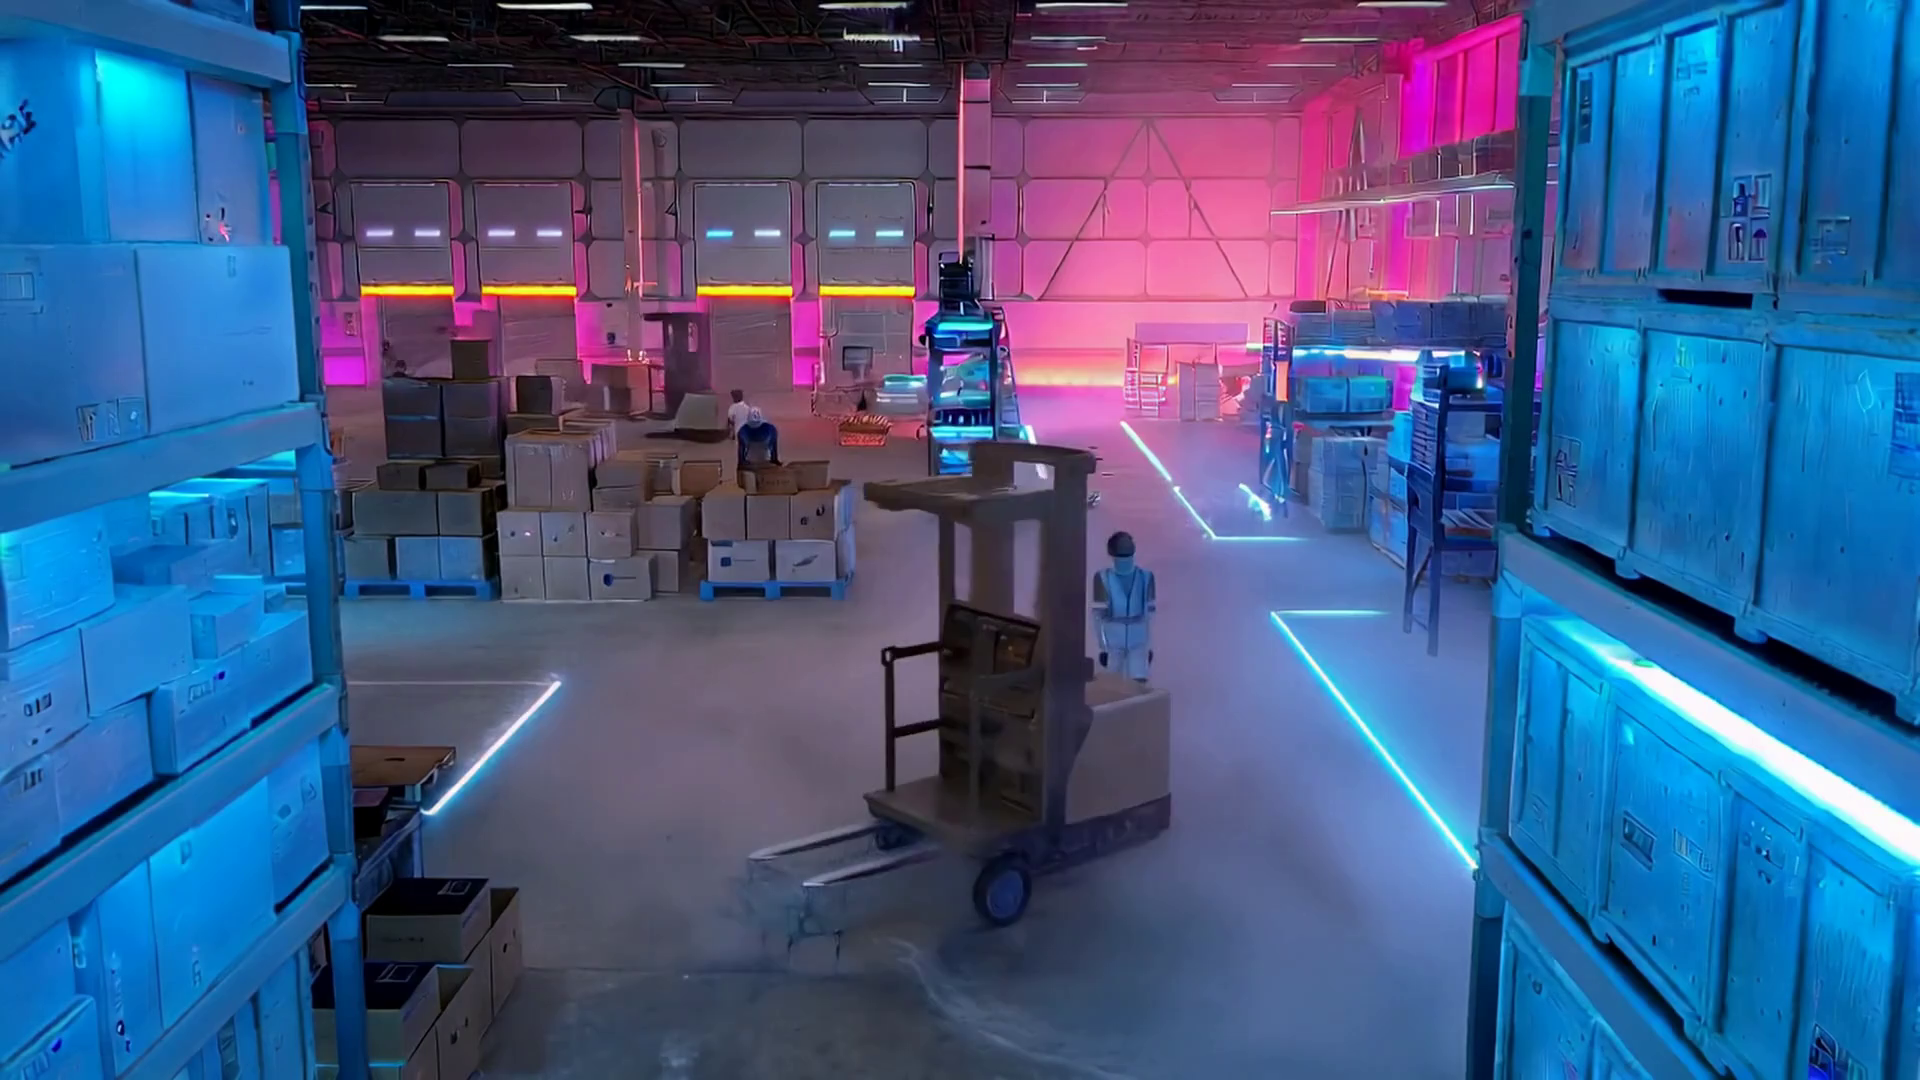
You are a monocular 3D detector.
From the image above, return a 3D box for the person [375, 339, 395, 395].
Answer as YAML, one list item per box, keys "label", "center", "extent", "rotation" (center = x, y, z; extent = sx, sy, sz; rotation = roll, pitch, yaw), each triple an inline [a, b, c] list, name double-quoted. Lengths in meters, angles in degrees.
- label: "person"
  center: [-16.494, -4.953, 47.793]
  extent: [0.869, 1.644, 0.563]
  rotation: [2, 10, 12]

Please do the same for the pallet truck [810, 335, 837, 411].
- label: "pallet truck"
  center: [-3.021, -4.312, 43.126]
  extent: [1.885, 1.965, 0.823]
  rotation: [3, 10, 17]

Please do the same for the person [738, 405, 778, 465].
- label: "person"
  center: [-2.964, -1.027, 24.397]
  extent: [0.628, 1.929, 0.363]
  rotation: [3, 10, 16]

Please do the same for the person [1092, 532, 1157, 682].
- label: "person"
  center: [1.360, 0.853, 13.728]
  extent: [0.547, 1.867, 1.067]
  rotation: [0, 10, -2]

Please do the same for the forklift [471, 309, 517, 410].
- label: "forklift"
  center: [-10.871, -3.933, 38.391]
  extent: [1.873, 2.768, 1.129]
  rotation: [1, 10, 7]

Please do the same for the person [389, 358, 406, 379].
- label: "person"
  center: [-11.688, -2.826, 34.734]
  extent: [0.372, 1.936, 0.627]
  rotation: [0, 10, -1]

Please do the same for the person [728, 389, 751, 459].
- label: "person"
  center: [-4.034, -1.948, 30.491]
  extent: [0.546, 1.647, 0.814]
  rotation: [-8, 13, -38]

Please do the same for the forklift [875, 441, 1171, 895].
- label: "forklift"
  center: [0.487, 0.745, 11.407]
  extent: [1.873, 2.768, 1.129]
  rotation: [-8, 13, -39]

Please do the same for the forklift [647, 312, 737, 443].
- label: "forklift"
  center: [-5.831, -3.601, 36.477]
  extent: [1.873, 2.768, 1.129]
  rotation: [6, 12, 31]
